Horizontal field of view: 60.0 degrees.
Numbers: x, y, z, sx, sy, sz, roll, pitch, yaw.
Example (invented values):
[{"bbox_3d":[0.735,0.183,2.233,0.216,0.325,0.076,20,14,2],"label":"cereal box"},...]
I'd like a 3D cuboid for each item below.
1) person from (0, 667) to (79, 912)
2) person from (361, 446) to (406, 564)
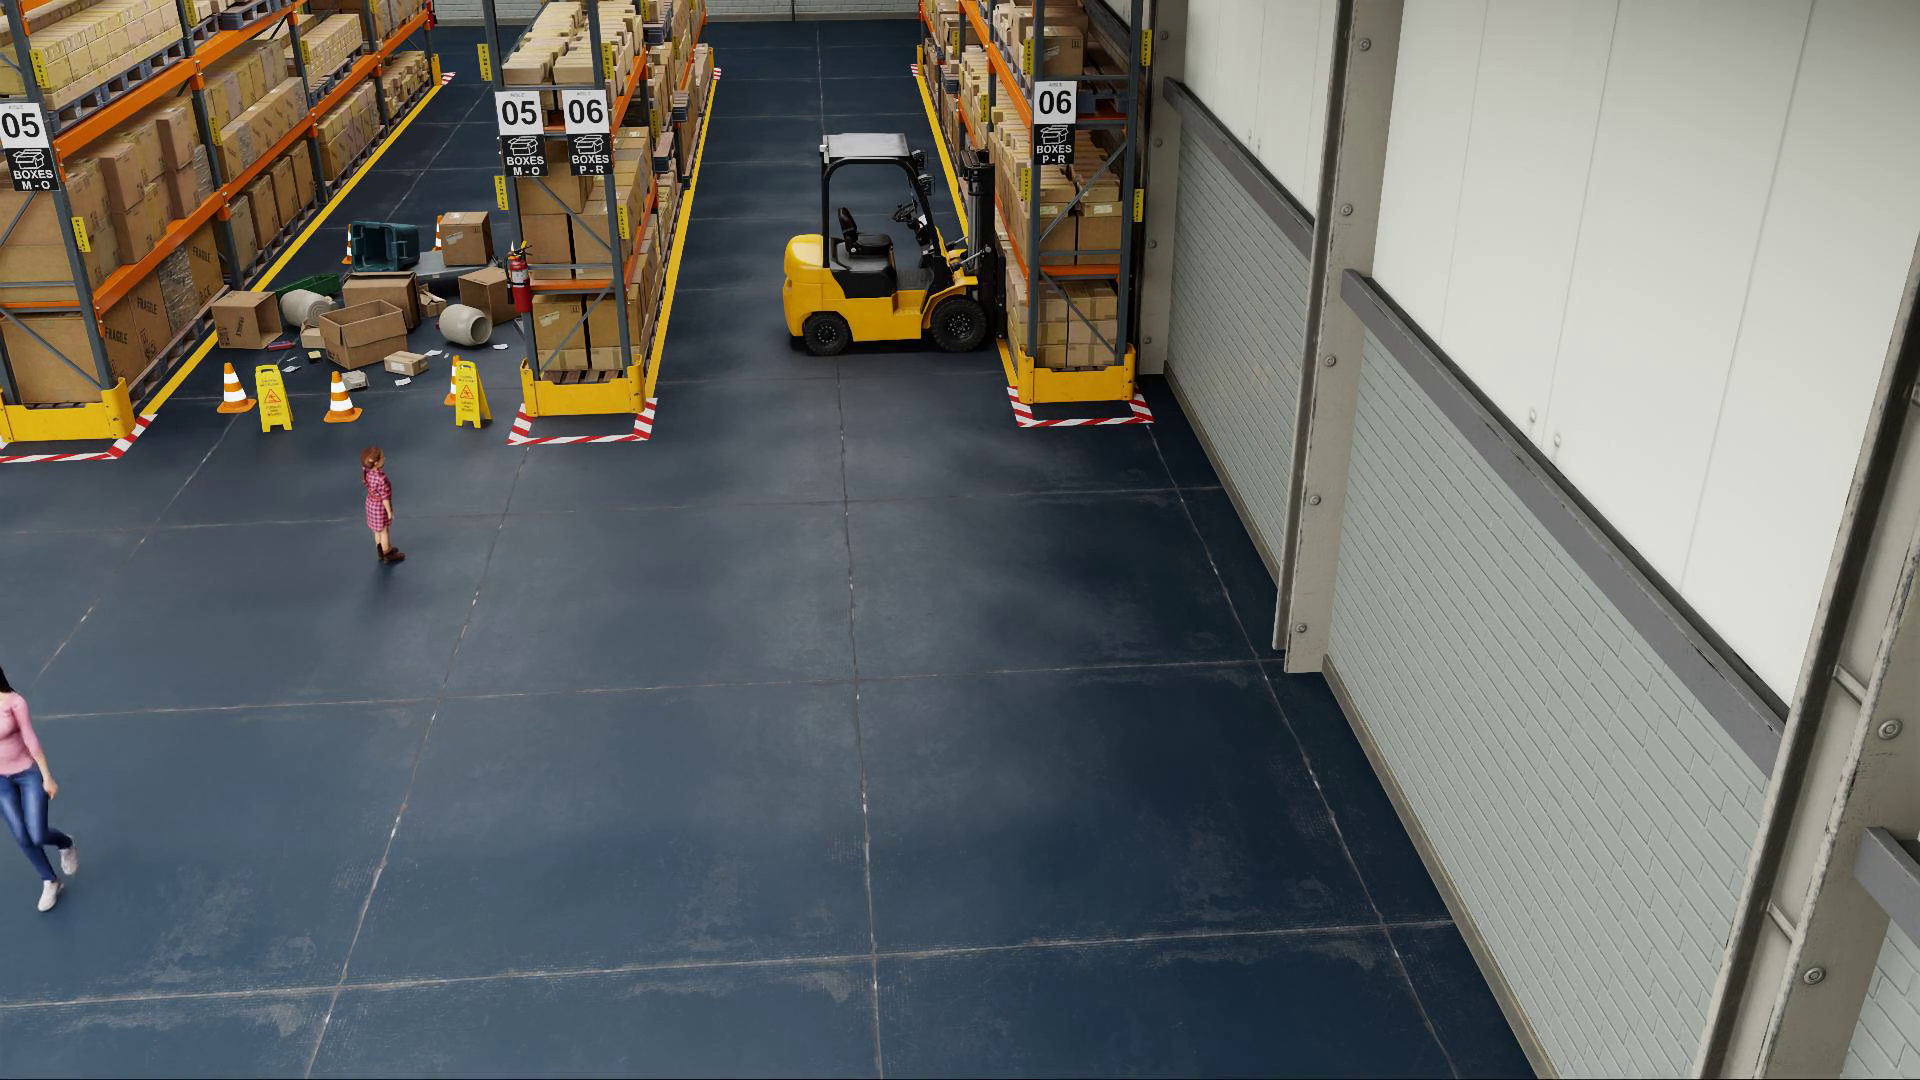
[{"bbox_3d":[-5.462,1.339,9.696,0.586,1.732,0.686,-2,27,-4],"label":"person"},{"bbox_3d":[-4.774,-0.299,13.654,0.497,1.021,0.559,23,35,37],"label":"person"}]
